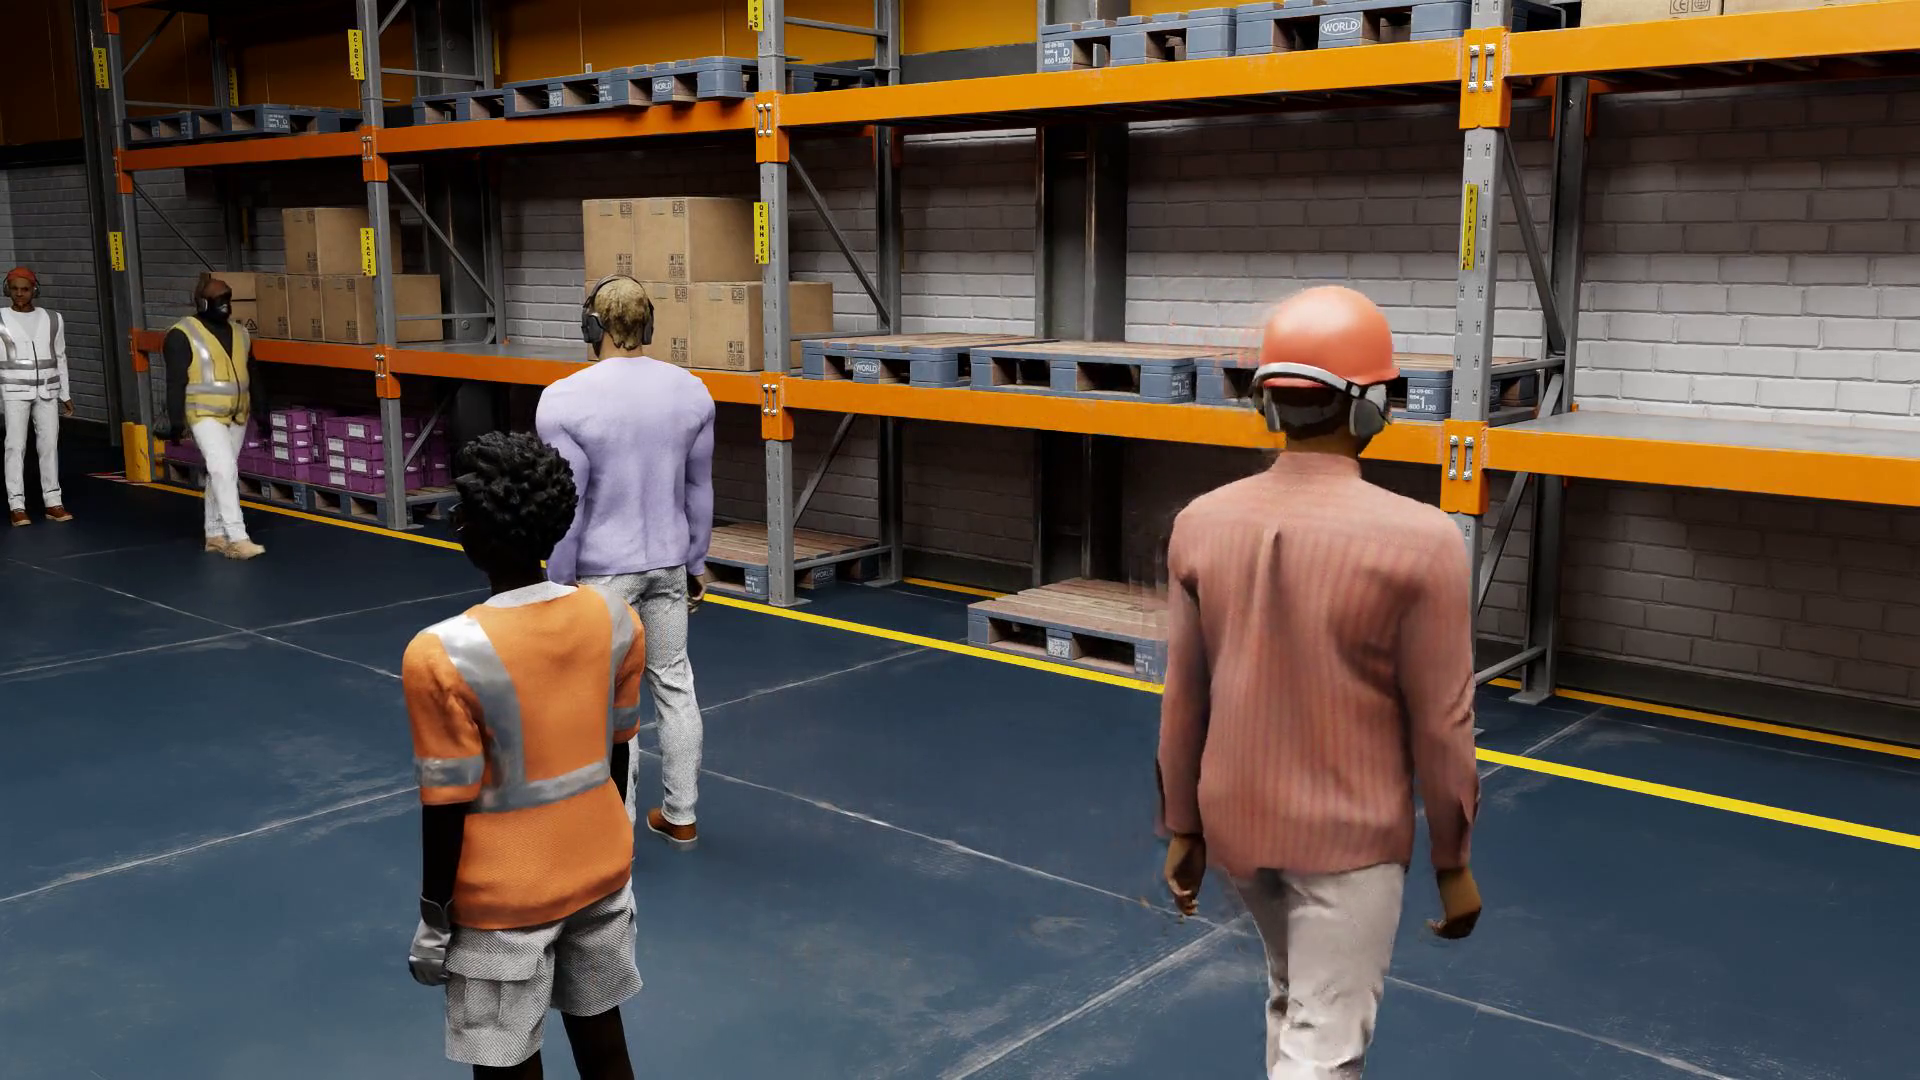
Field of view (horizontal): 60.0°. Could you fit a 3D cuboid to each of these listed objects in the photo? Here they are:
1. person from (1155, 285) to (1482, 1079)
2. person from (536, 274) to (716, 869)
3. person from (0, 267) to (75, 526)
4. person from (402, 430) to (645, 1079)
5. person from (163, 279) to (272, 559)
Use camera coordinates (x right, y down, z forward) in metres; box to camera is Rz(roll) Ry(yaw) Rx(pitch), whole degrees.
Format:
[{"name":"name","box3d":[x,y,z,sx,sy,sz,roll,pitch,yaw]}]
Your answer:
[{"name":"person","box3d":[0.589,0.527,3.020,0.950,1.965,0.603,-9,13,-42]},{"name":"person","box3d":[-1.086,0.109,5.449,0.635,1.939,0.367,-9,14,-42]},{"name":"person","box3d":[-6.826,-1.050,12.210,0.337,1.879,0.585,8,13,39]},{"name":"person","box3d":[-0.798,0.642,3.095,0.318,1.700,0.535,6,12,31]},{"name":"person","box3d":[-4.753,-0.785,10.877,0.783,1.815,0.661,4,11,22]}]
